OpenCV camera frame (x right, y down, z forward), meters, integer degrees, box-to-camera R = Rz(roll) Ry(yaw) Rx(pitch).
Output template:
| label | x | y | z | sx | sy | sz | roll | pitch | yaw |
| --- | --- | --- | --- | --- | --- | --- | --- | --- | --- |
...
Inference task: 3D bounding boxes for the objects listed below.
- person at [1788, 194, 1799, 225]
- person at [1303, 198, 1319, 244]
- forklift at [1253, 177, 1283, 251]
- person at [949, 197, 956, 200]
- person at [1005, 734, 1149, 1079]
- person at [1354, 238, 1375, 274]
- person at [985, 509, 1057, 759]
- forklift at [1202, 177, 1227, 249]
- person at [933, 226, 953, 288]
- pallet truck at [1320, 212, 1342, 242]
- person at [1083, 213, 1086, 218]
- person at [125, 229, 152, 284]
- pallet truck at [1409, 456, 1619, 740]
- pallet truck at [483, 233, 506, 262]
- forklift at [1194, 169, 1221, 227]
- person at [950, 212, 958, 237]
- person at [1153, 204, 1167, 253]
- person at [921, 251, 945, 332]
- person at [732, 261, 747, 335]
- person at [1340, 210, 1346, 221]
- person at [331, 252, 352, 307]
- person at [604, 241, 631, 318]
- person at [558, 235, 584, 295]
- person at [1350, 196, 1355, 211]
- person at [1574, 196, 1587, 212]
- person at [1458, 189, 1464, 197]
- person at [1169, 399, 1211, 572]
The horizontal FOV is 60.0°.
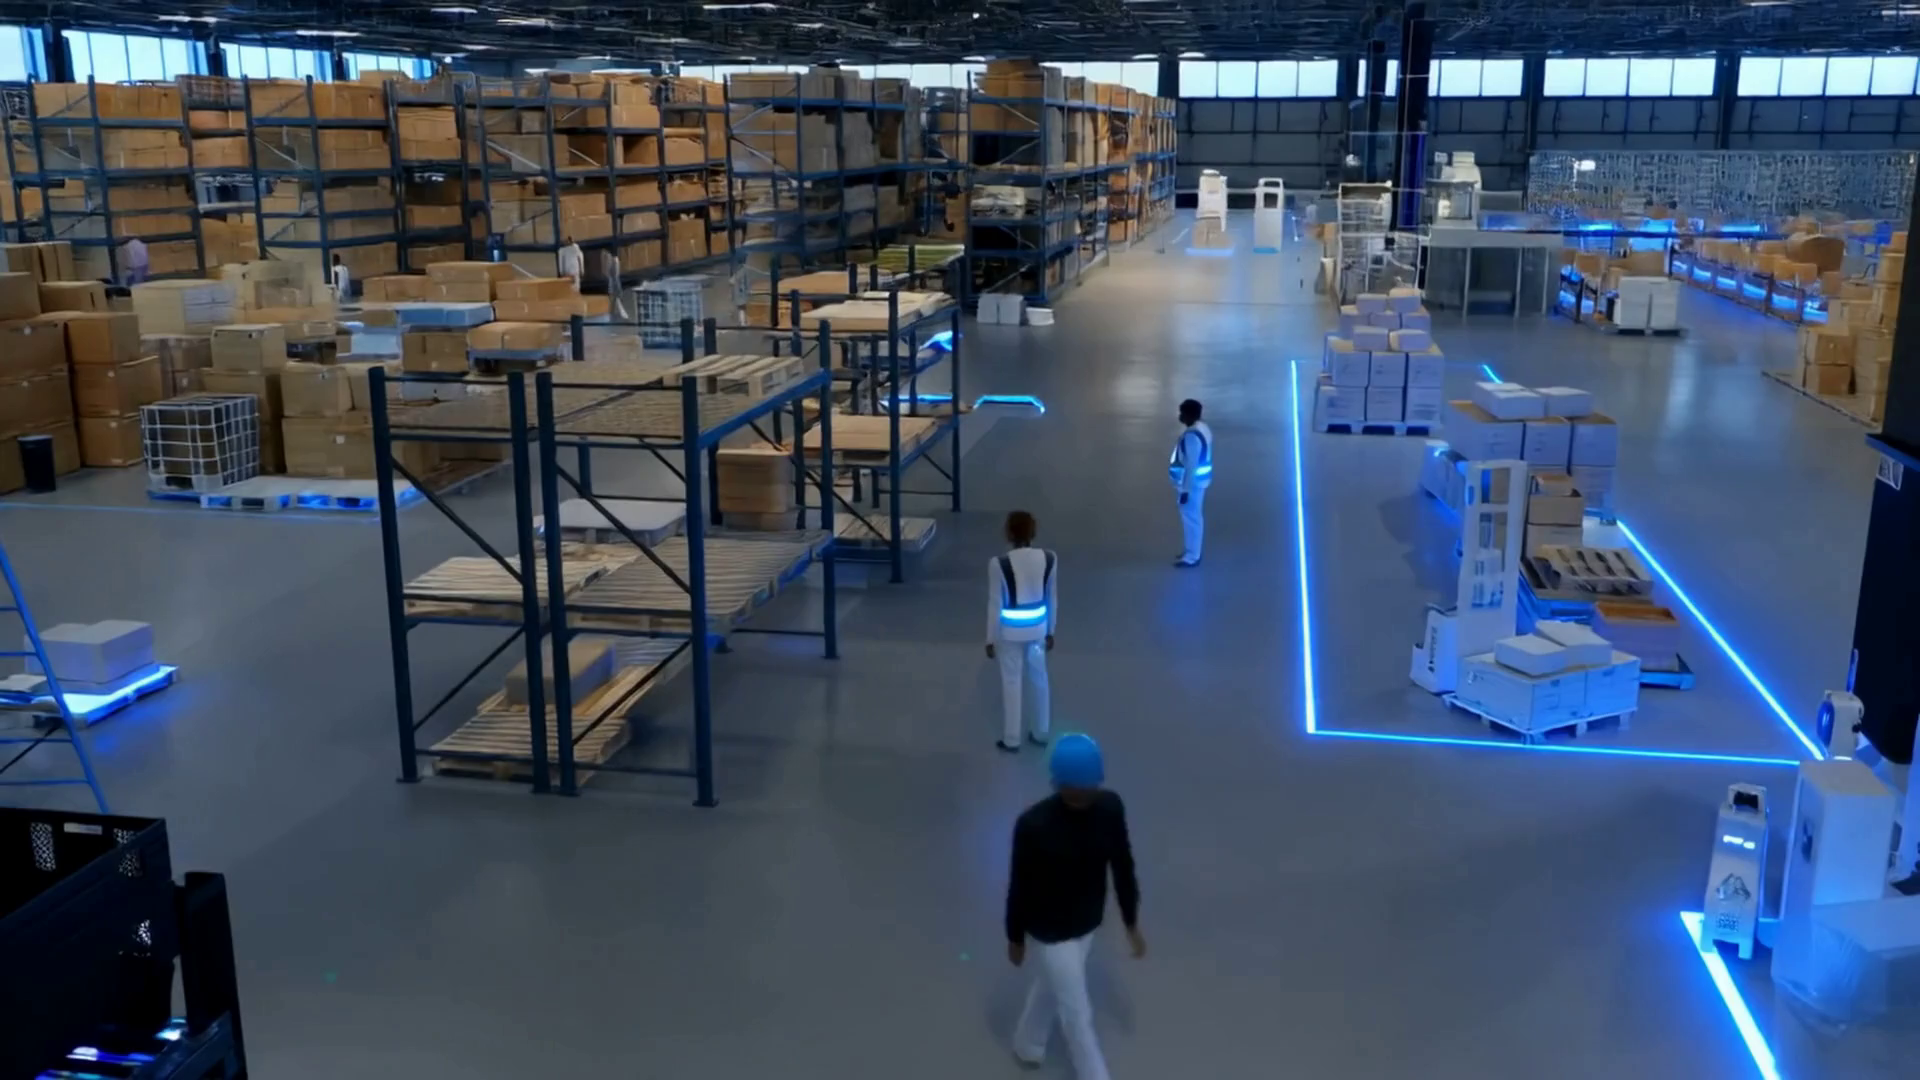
| label | x | y | z | sx | sy | sz | roll | pitch | yaw |
| --- | --- | --- | --- | --- | --- | --- | --- | --- | --- |
| person | 37.364 | -14.579 | 74.551 | 0.403 | 1.833 | 0.590 | 11 | 17 | 37 |
| person | 14.565 | -13.207 | 68.917 | 0.597 | 1.887 | 1.075 | -2 | 14 | -9 |
| forklift | 12.083 | -12.747 | 64.956 | 1.129 | 2.768 | 1.873 | 3 | 14 | 10 |
| person | -0.332 | -18.319 | 89.810 | 0.595 | 1.801 | 0.895 | -1 | 14 | -4 |
| person | 0.576 | 1.819 | 7.747 | 0.602 | 1.929 | 1.015 | -11 | 18 | -39 |
| person | 11.425 | -7.707 | 47.009 | 0.602 | 1.647 | 0.745 | 8 | 16 | 29 |
| person | 0.461 | 0.697 | 12.422 | 0.585 | 1.882 | 0.337 | -7 | 15 | -26 |
| forklift | 9.950 | -12.824 | 65.271 | 1.129 | 2.768 | 1.873 | 3 | 14 | 10 |
| person | -0.458 | -8.370 | 49.293 | 0.671 | 1.850 | 0.983 | 4 | 14 | 15 |
| pallet truck | 15.874 | -13.227 | 70.310 | 0.680 | 1.201 | 1.601 | 10 | 17 | 35 |
| person | 5.784 | -15.443 | 77.906 | 0.400 | 1.910 | 0.643 | -8 | 16 | -29 |
| person | -22.751 | -7.596 | 45.979 | 0.602 | 1.954 | 1.030 | 3 | 14 | 14 |
| pallet truck | 4.504 | 0.400 | 13.395 | 0.823 | 1.965 | 1.885 | -6 | 15 | -23 |
| pallet truck | -11.832 | -7.026 | 43.548 | 1.885 | 1.965 | 0.823 | 8 | 16 | 28 |
| forklift | 11.803 | -16.135 | 78.713 | 1.129 | 2.768 | 1.873 | -1 | 14 | -2 |
| person | -0.294 | -11.653 | 63.139 | 0.806 | 1.604 | 0.515 | 0 | 14 | 2 |
| person | 7.610 | -11.938 | 63.765 | 0.397 | 1.874 | 0.762 | -7 | 15 | -25 |
| person | -0.621 | -5.786 | 38.743 | 0.564 | 1.884 | 1.019 | -1 | 14 | -4 |
| person | -5.087 | -5.576 | 38.281 | 0.342 | 1.693 | 0.550 | 1 | 14 | 2 |
| person | 14.470 | -11.643 | 62.965 | 0.742 | 1.667 | 0.547 | -12 | 18 | -40 |
| person | -14.063 | -5.591 | 37.898 | 0.391 | 1.913 | 0.587 | -2 | 14 | -10 |
| person | -8.773 | -6.532 | 41.682 | 0.876 | 1.936 | 0.606 | 3 | 14 | 11 |
| person | -10.209 | -7.038 | 43.721 | 0.631 | 1.936 | 0.362 | -3 | 14 | -13 |
| person | 20.654 | -17.772 | 87.725 | 0.485 | 1.735 | 0.346 | -11 | 17 | -37 |
| person | 26.911 | -14.015 | 72.234 | 0.566 | 1.847 | 0.389 | -3 | 14 | -11 |
| person | 24.033 | -15.868 | 79.707 | 0.647 | 1.872 | 0.876 | -9 | 17 | -33 |
| person | 2.445 | -0.586 | 17.723 | 0.429 | 1.840 | 0.635 | 4 | 14 | 17 |
